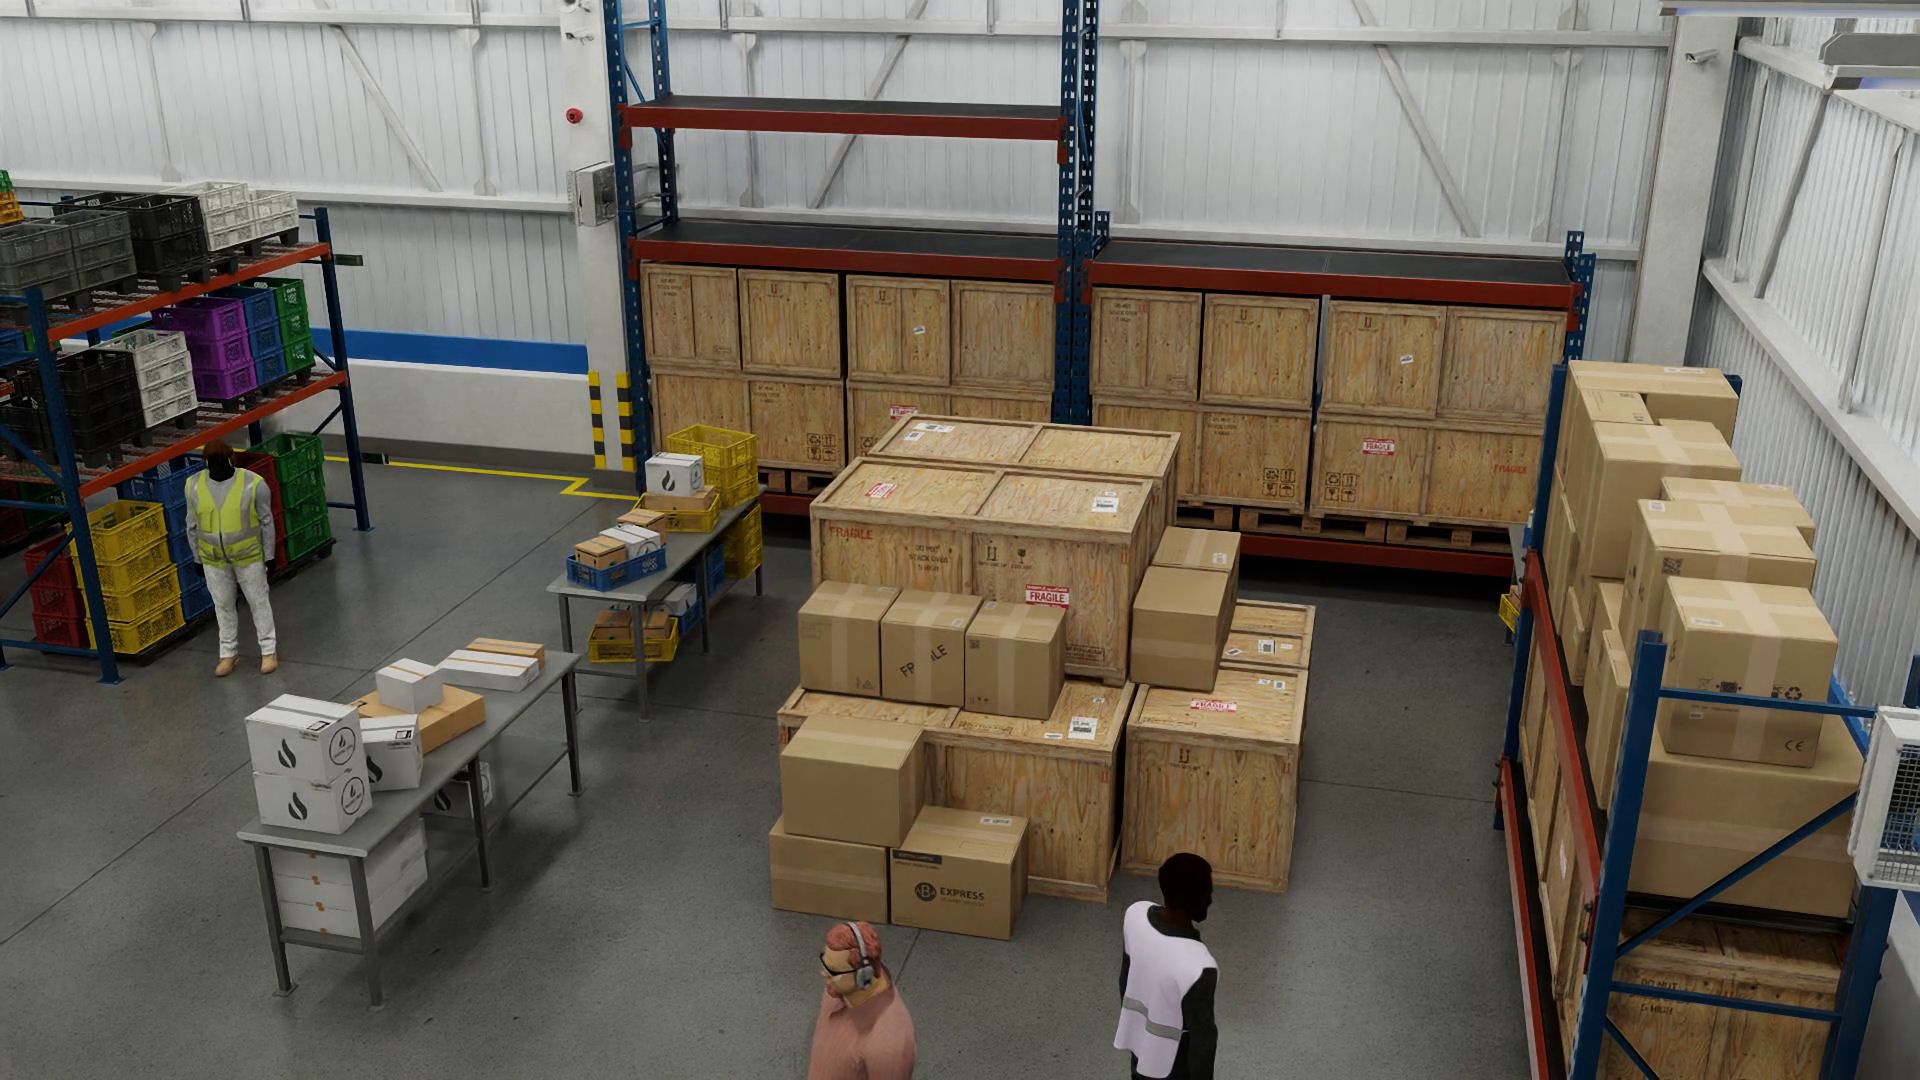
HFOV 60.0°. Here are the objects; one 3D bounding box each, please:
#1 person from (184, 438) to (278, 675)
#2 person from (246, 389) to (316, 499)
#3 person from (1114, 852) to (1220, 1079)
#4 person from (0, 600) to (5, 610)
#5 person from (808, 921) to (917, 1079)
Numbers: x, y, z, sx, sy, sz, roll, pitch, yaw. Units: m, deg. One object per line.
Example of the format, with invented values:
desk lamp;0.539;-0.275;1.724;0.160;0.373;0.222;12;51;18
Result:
person;-5.456;0.126;12.492;0.623;1.847;0.429;-3;21;-7
person;-6.715;-1.183;15.926;0.911;1.829;0.598;-13;24;-30
person;0.869;2.176;7.025;0.398;1.920;0.590;-10;23;-25
person;-8.287;-0.218;13.323;0.717;1.896;0.410;-14;25;-32
person;-0.399;2.341;6.626;0.401;1.901;0.646;-7;22;-18
